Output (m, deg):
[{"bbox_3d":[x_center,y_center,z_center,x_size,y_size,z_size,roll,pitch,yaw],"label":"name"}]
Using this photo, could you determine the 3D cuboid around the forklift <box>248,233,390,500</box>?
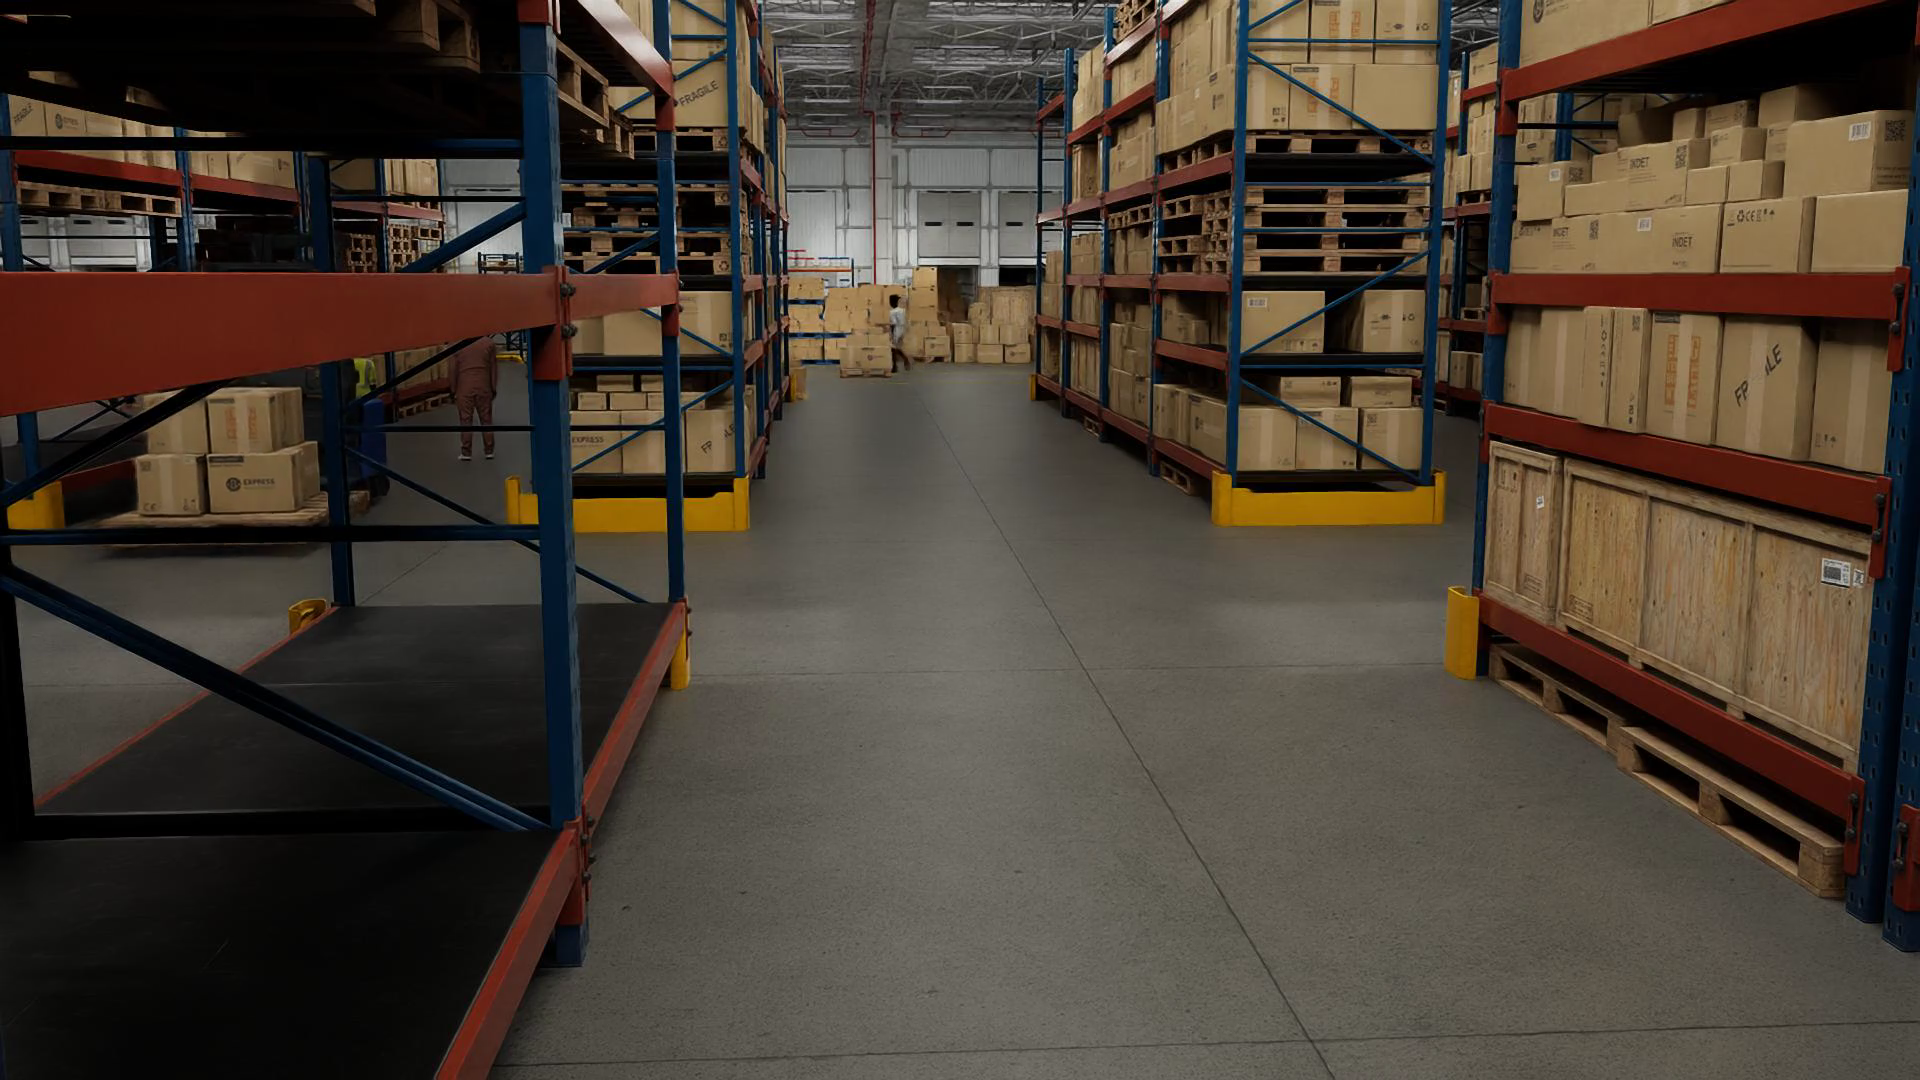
[{"bbox_3d":[-6.682,-1.742,17.065,1.129,2.768,1.873,-1,9,-4],"label":"forklift"}]

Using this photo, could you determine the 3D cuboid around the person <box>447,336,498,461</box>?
[{"bbox_3d":[-6.338,-1.984,21.638,0.643,1.909,0.410,-5,10,-30],"label":"person"}]

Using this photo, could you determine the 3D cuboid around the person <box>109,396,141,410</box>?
[{"bbox_3d":[-14.972,-3.335,29.700,0.537,2.000,0.682,4,10,25],"label":"person"}]

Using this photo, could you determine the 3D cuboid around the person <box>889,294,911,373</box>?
[{"bbox_3d":[-1.519,-5.050,40.749,0.499,1.948,0.634,5,10,29],"label":"person"}]

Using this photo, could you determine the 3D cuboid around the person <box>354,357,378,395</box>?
[{"bbox_3d":[-7.284,-1.627,20.039,0.538,1.700,0.317,-6,11,-32],"label":"person"}]
